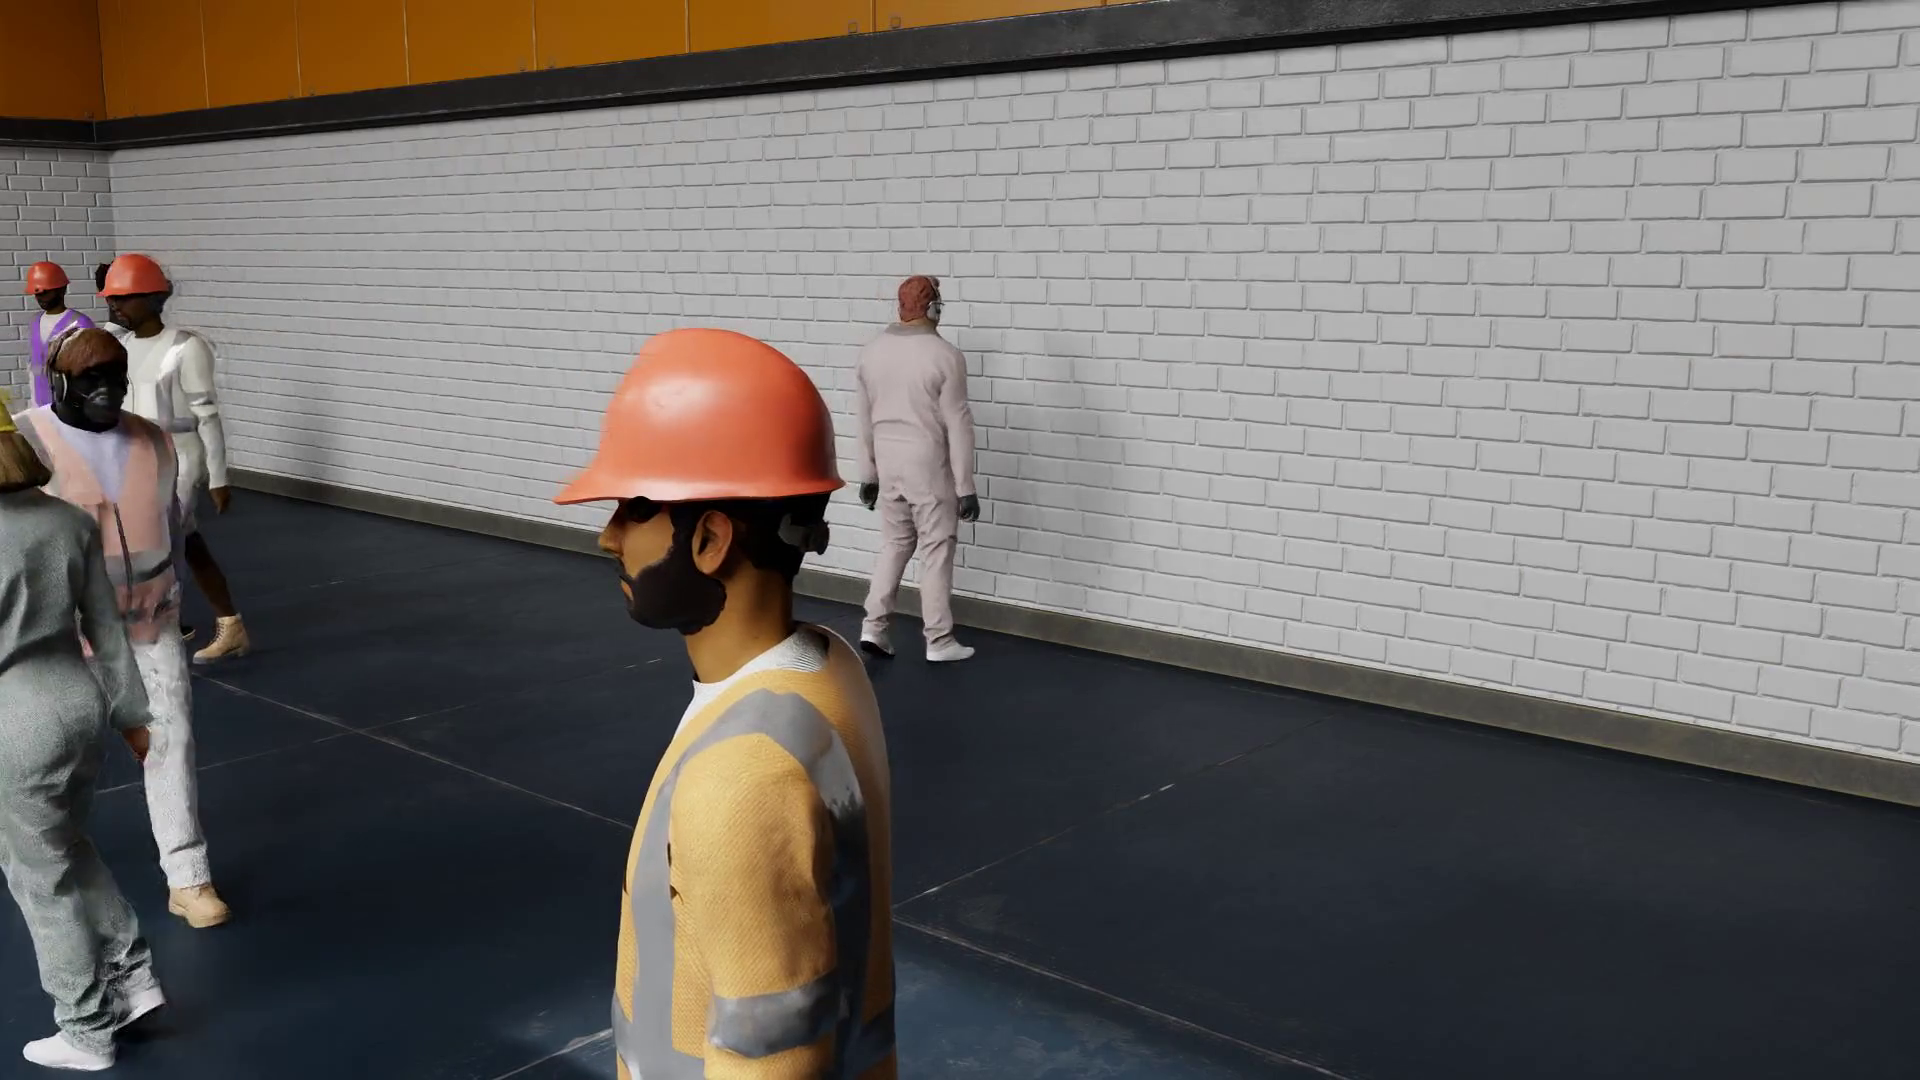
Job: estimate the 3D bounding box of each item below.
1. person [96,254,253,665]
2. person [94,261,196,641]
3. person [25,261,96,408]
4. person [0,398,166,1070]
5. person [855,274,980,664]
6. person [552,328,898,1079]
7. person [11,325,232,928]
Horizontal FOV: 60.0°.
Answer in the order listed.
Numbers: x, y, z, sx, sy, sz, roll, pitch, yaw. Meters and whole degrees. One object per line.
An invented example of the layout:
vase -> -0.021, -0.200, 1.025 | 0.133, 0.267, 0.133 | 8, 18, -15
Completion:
person -> -3.803, -0.323, 7.767 | 0.628, 1.982, 1.052 | 5, 11, 26
person -> -4.242, -0.446, 8.529 | 0.369, 1.967, 0.601 | -8, 13, -39
person -> -6.203, -0.945, 11.474 | 0.543, 1.932, 0.370 | 3, 10, 16
person -> -2.267, 0.474, 4.021 | 0.403, 1.715, 0.496 | 3, 10, 16
person -> -0.205, -0.331, 8.074 | 0.674, 1.906, 0.456 | 8, 13, 39
person -> -0.247, 0.737, 1.880 | 0.362, 1.938, 0.545 | 0, 10, -2
person -> -2.635, 0.252, 5.028 | 0.896, 1.805, 0.619 | 7, 12, 36
